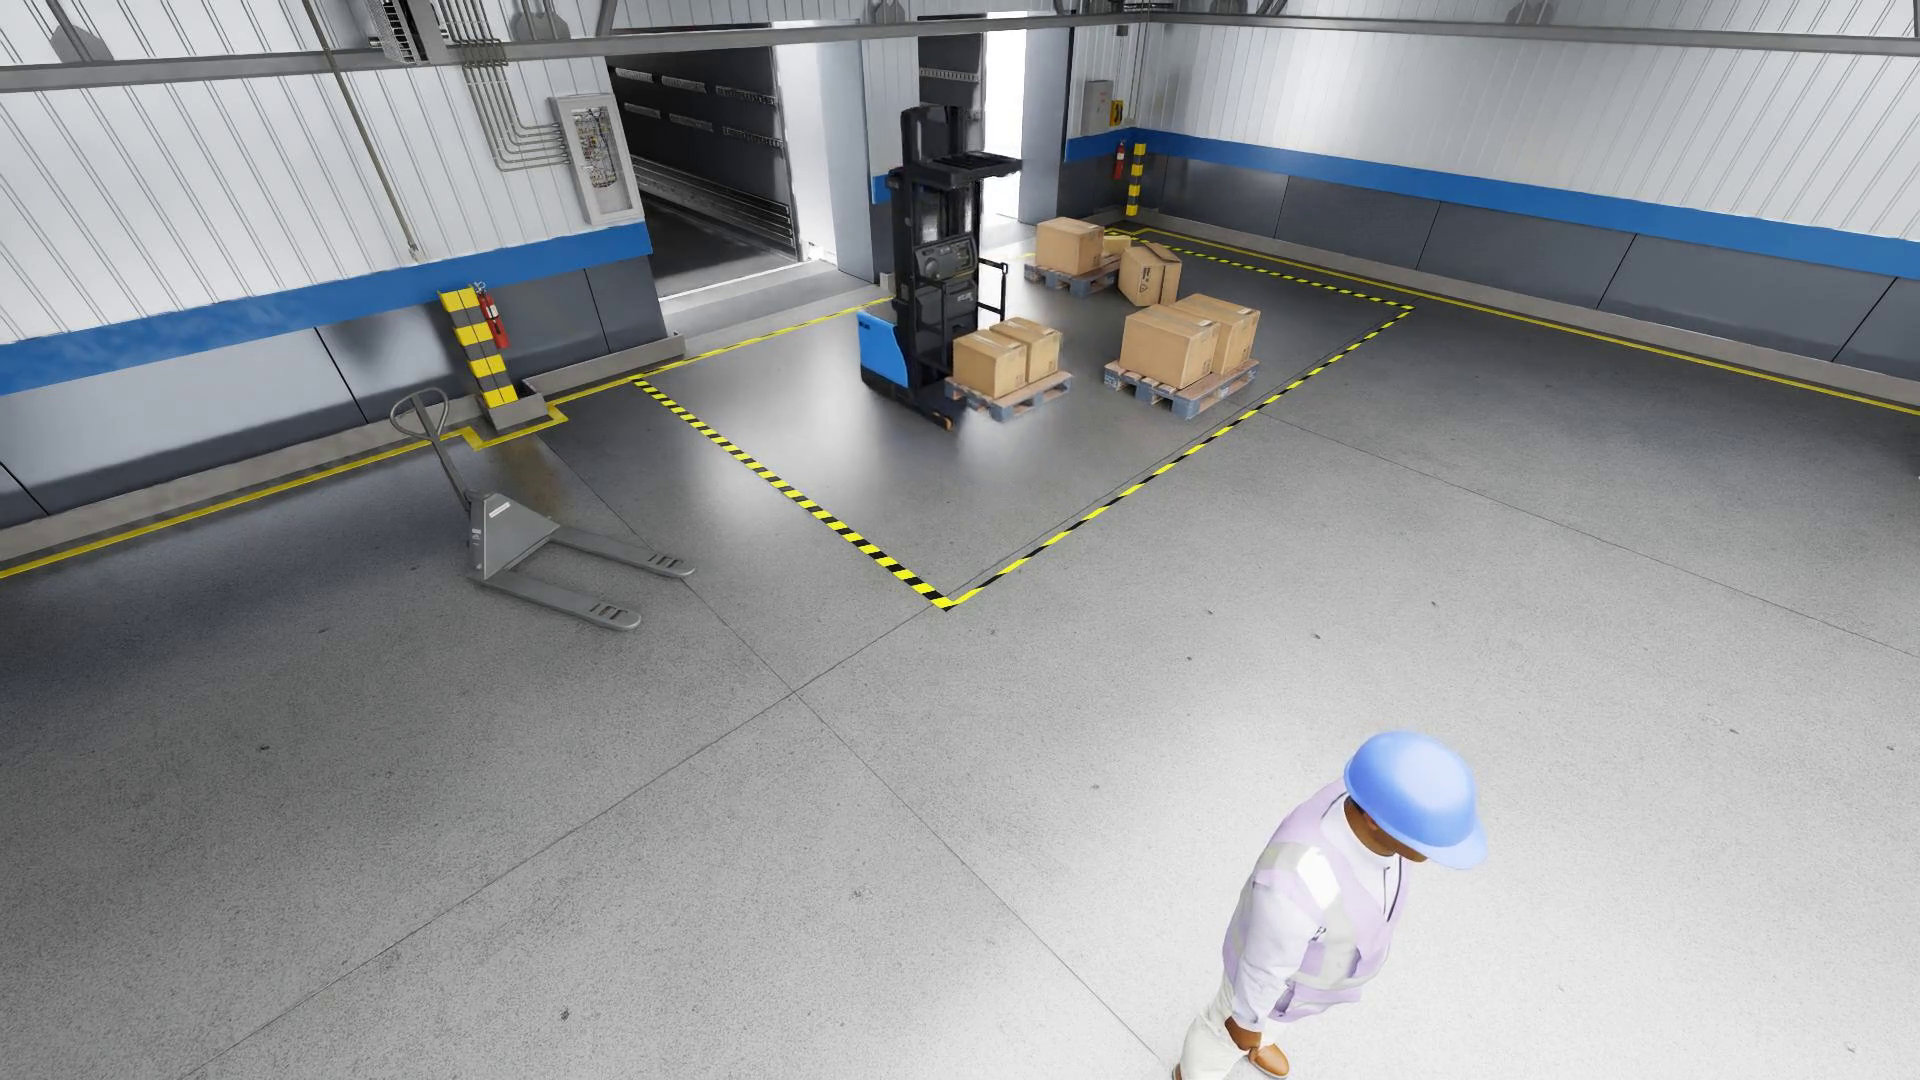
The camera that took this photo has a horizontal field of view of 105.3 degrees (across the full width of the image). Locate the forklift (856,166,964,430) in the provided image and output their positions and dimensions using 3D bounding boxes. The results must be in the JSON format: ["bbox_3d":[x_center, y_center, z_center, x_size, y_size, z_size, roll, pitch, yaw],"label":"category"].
[{"bbox_3d":[-0.425,-2.284,6.574,0.716,2.013,0.776,-30,47,-33],"label":"forklift"}]

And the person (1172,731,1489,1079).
[{"bbox_3d":[0.977,1.203,2.138,0.604,1.947,0.386,-28,46,-31],"label":"person"}]

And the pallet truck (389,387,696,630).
[{"bbox_3d":[-2.613,-0.247,4.593,1.601,1.201,0.680,14,40,17],"label":"pallet truck"}]

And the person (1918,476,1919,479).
[{"bbox_3d":[7.872,-1.106,5.290,0.493,1.742,0.301,-1,38,-1],"label":"person"}]
